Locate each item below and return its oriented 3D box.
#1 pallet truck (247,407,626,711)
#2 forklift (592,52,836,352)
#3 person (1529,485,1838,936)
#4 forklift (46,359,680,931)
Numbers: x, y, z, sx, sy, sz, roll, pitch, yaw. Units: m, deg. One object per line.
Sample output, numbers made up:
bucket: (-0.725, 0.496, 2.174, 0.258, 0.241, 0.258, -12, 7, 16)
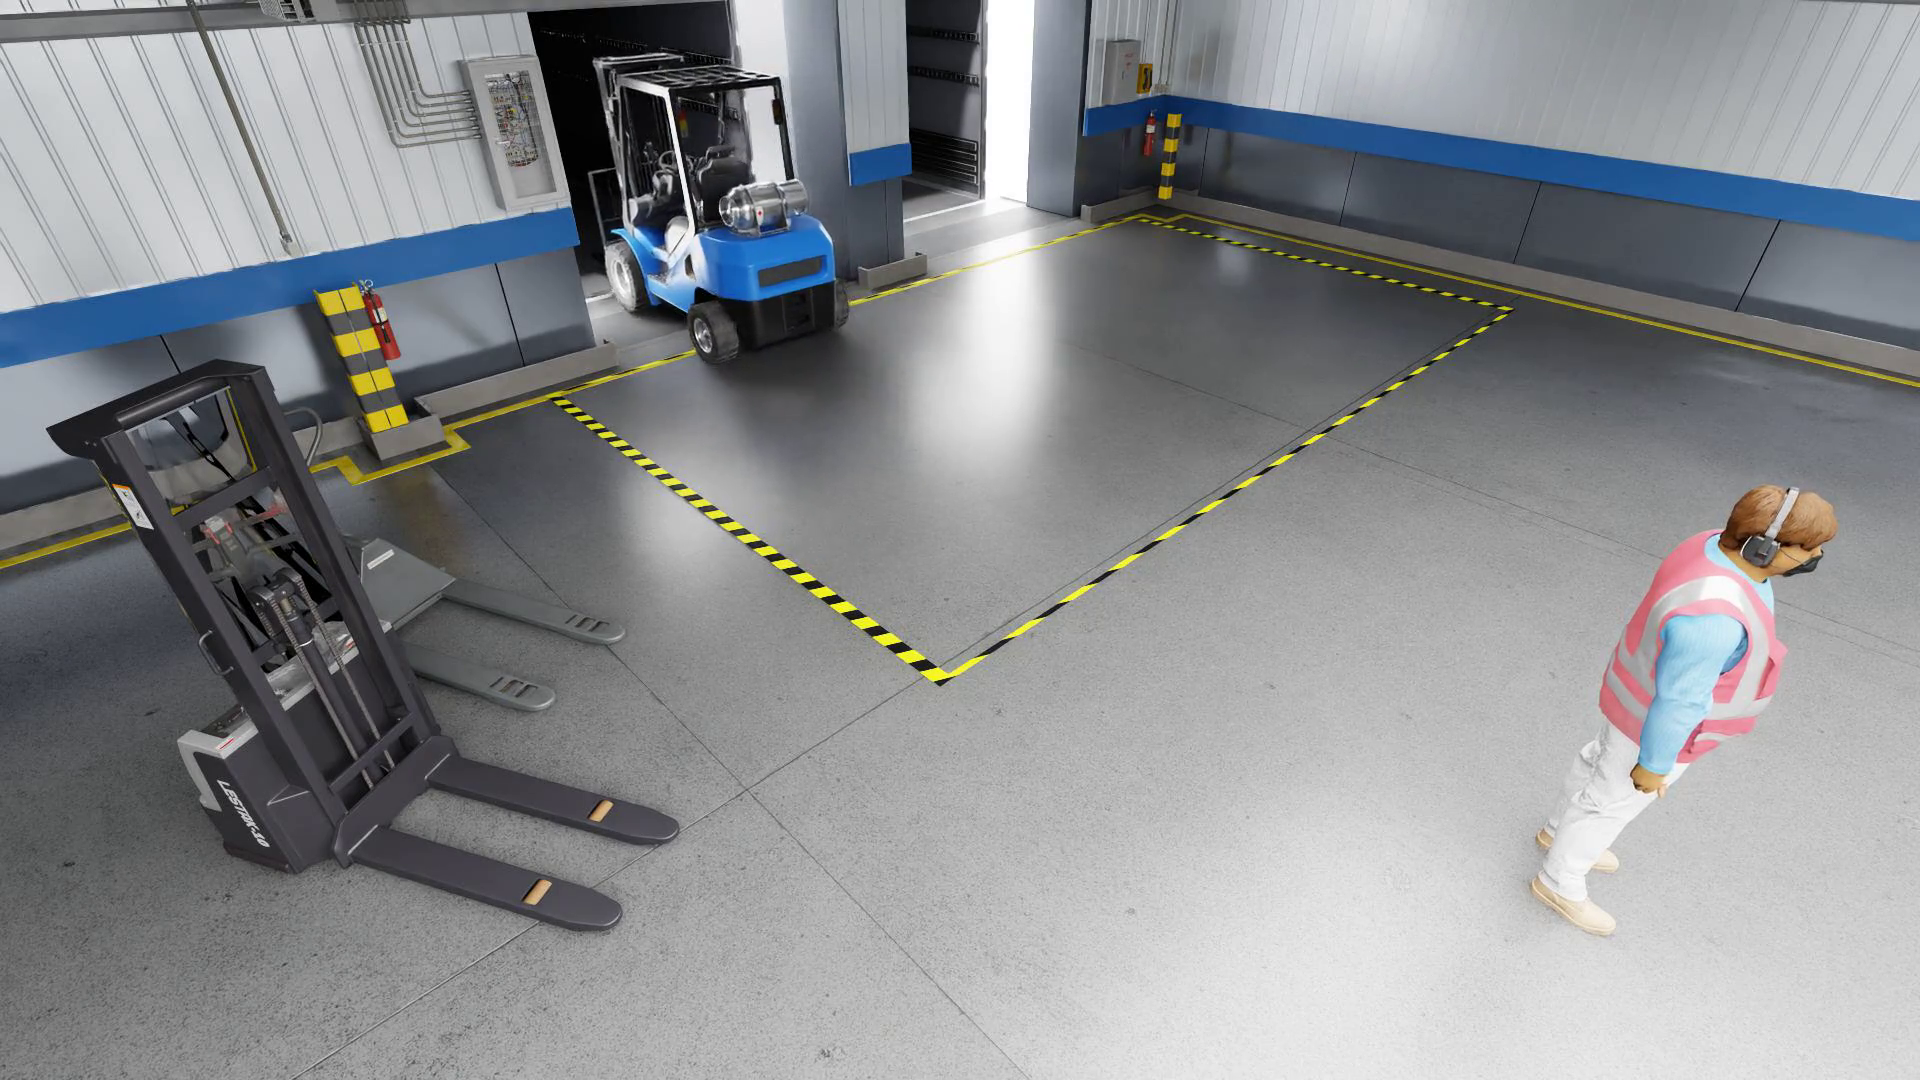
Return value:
pallet truck: (-2.628, 0.038, 4.590, 1.601, 1.201, 0.680, 12, 36, 18)
forklift: (-2.251, -3.095, 8.191, 1.157, 2.036, 2.680, -26, 42, -33)
person: (2.461, 0.617, 3.204, 0.429, 1.843, 0.628, 21, 40, 28)
forklift: (-2.135, 0.422, 3.354, 1.885, 1.965, 0.823, 10, 35, 14)
